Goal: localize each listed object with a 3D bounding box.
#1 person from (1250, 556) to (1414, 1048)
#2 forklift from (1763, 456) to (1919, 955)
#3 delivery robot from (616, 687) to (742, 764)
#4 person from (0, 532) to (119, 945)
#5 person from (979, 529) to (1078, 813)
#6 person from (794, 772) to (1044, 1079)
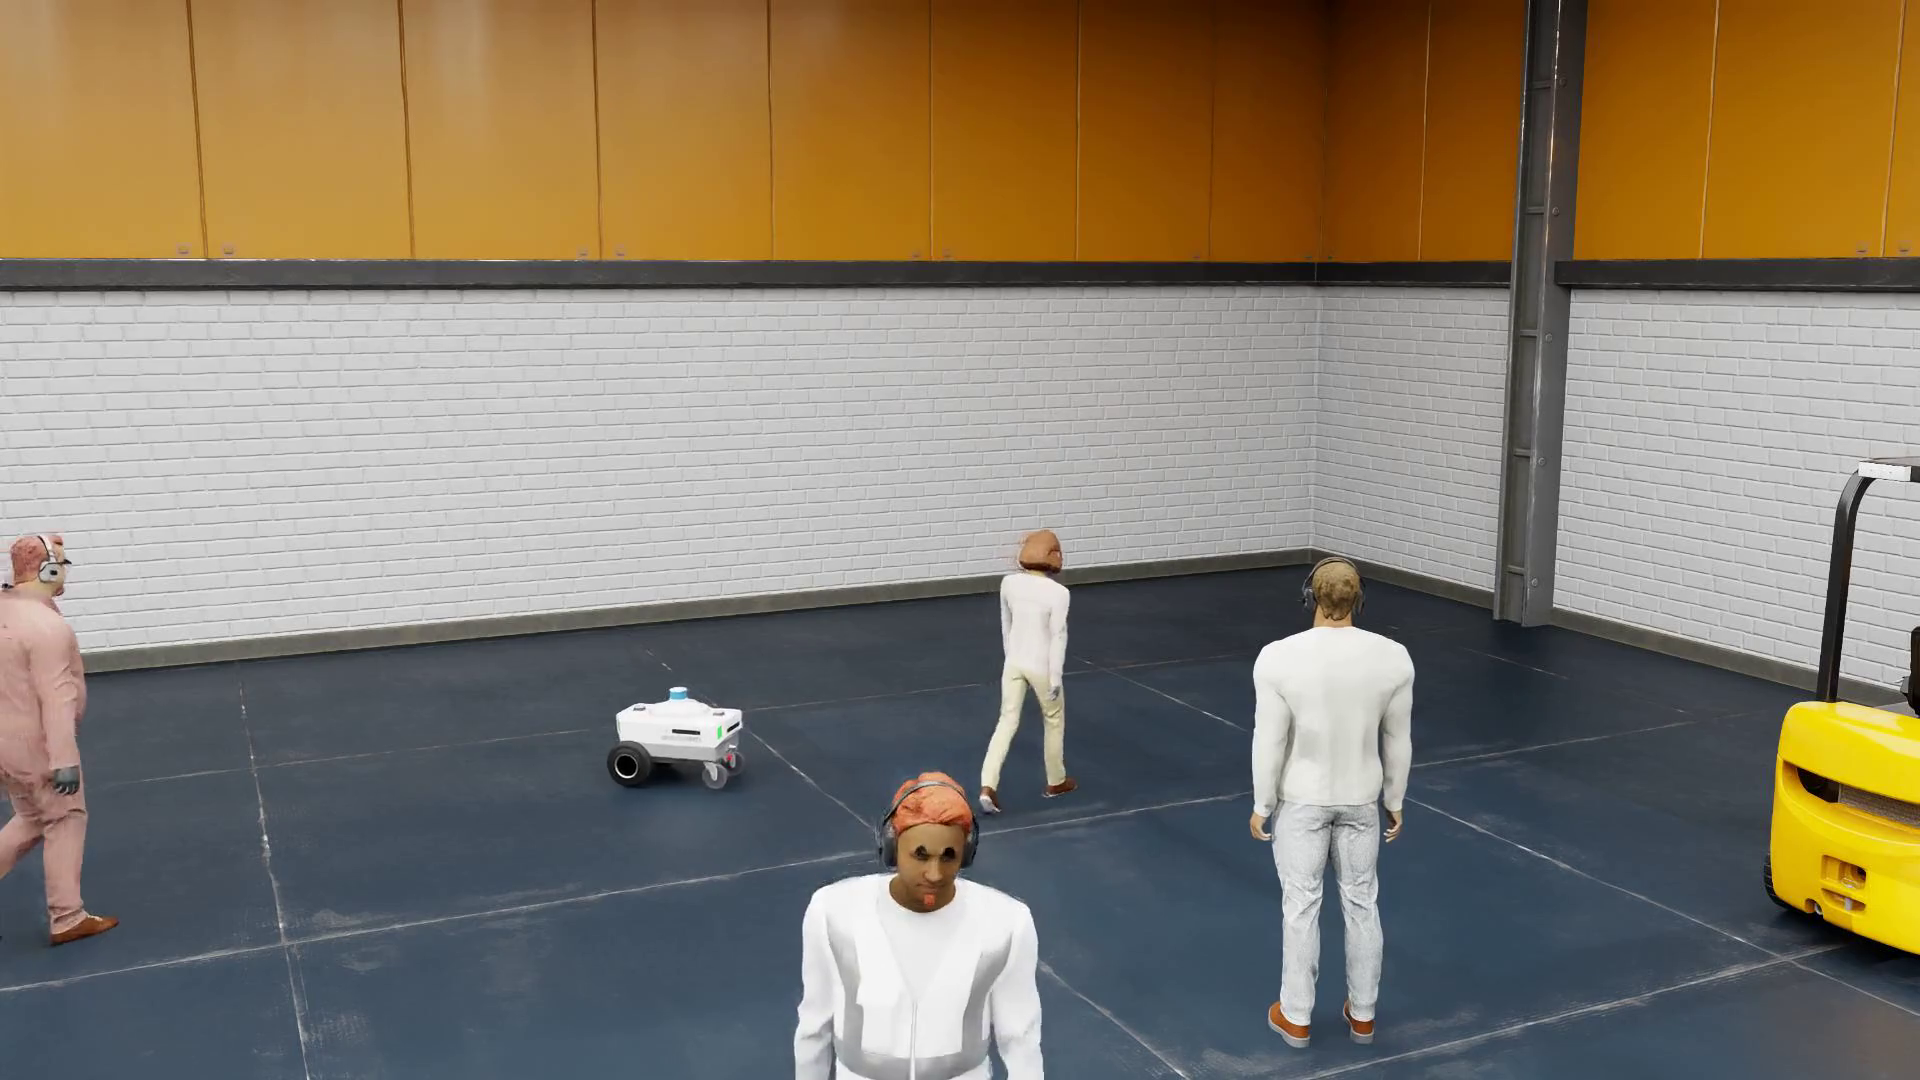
[{"bbox_3d":[1.444,1.026,6.518,0.635,1.937,0.352,-1,9,-4],"label":"person"},{"bbox_3d":[4.857,0.731,7.561,2.313,2.155,1.214,-4,10,-25],"label":"forklift"},{"bbox_3d":[-1.667,1.121,9.898,0.707,0.478,0.477,2,9,16],"label":"delivery robot"},{"bbox_3d":[-4.196,0.913,7.407,0.692,1.881,0.594,7,12,37],"label":"person"},{"bbox_3d":[0.375,0.733,9.389,0.505,1.597,0.823,7,11,36],"label":"person"},{"bbox_3d":[-0.107,1.473,4.026,0.619,1.849,0.784,0,9,-2],"label":"person"}]
